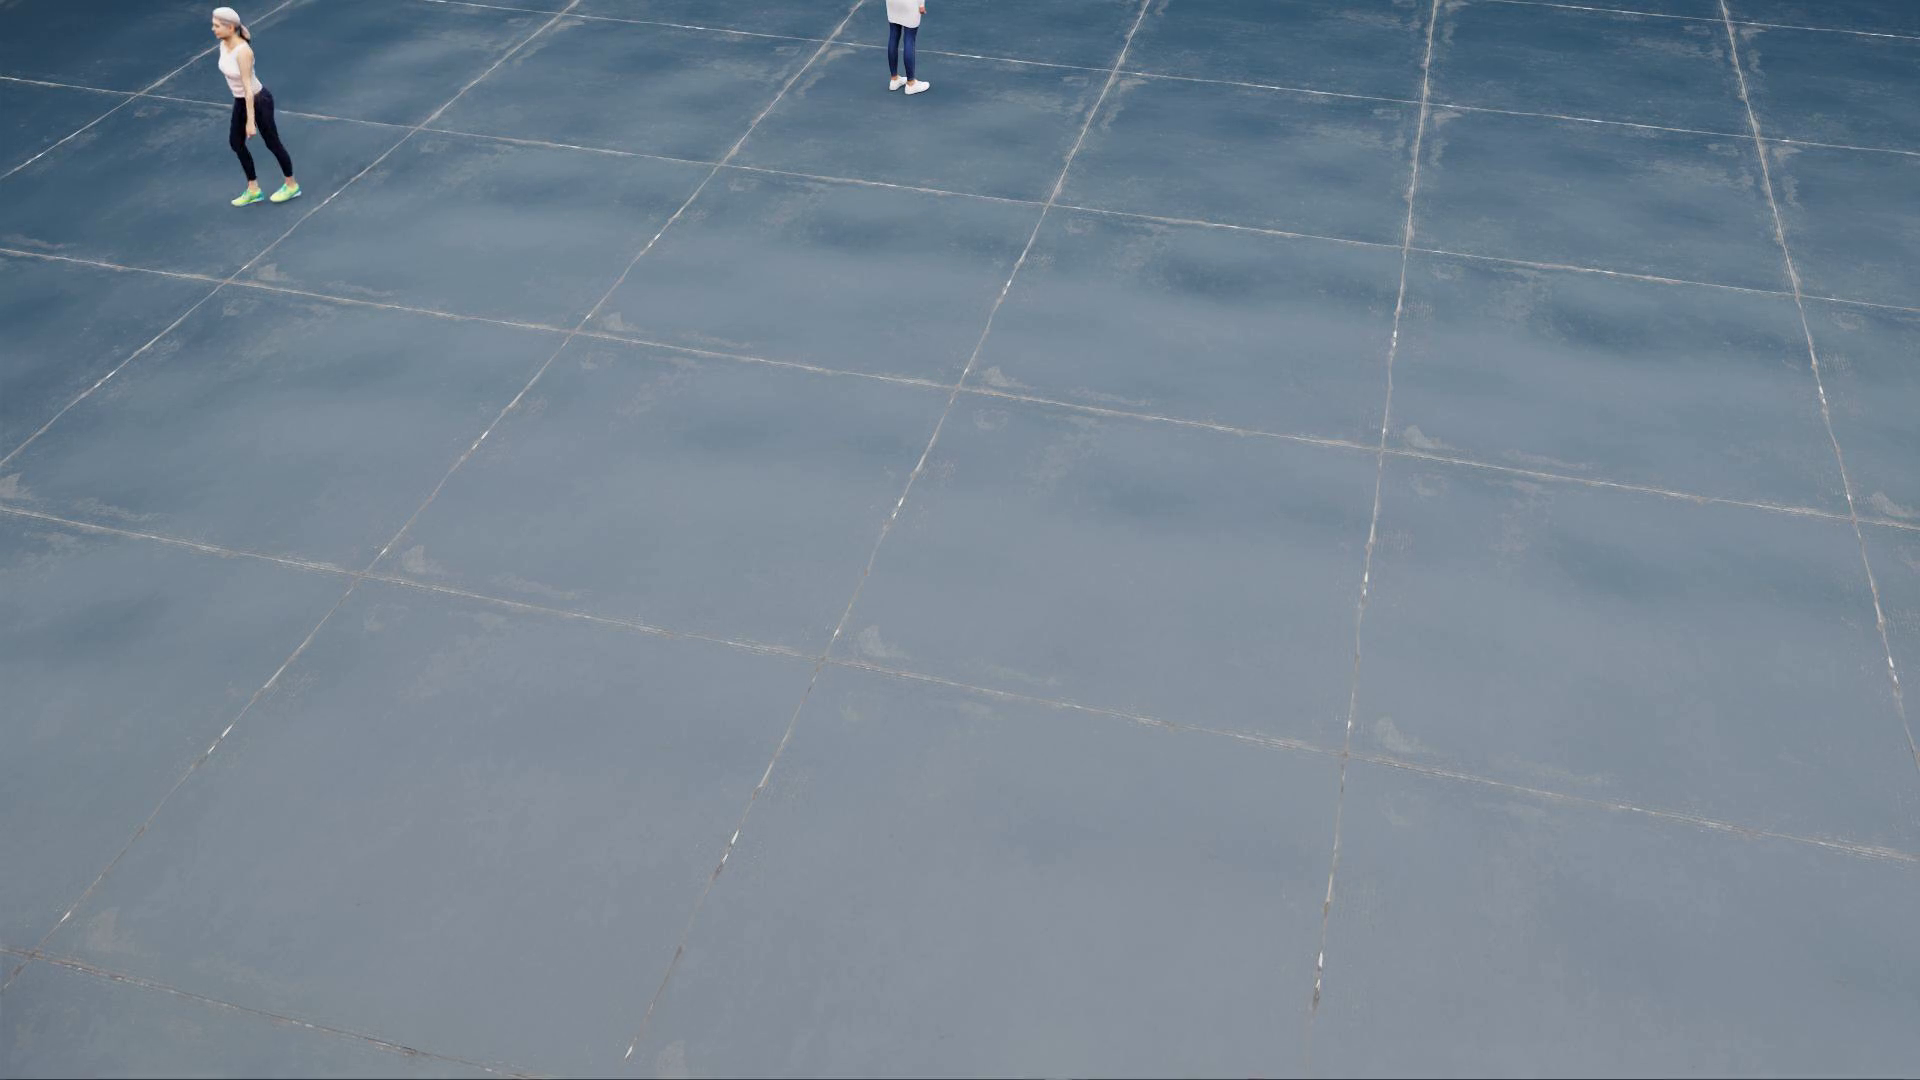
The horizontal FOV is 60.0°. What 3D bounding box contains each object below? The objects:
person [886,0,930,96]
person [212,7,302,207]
[{"bbox_3d":[-0.536,-5.081,15.610,0.683,1.776,0.667,27,46,30],"label":"person"},{"bbox_3d":[-5.773,-3.607,13.798,0.838,1.686,0.932,32,48,34],"label":"person"}]
